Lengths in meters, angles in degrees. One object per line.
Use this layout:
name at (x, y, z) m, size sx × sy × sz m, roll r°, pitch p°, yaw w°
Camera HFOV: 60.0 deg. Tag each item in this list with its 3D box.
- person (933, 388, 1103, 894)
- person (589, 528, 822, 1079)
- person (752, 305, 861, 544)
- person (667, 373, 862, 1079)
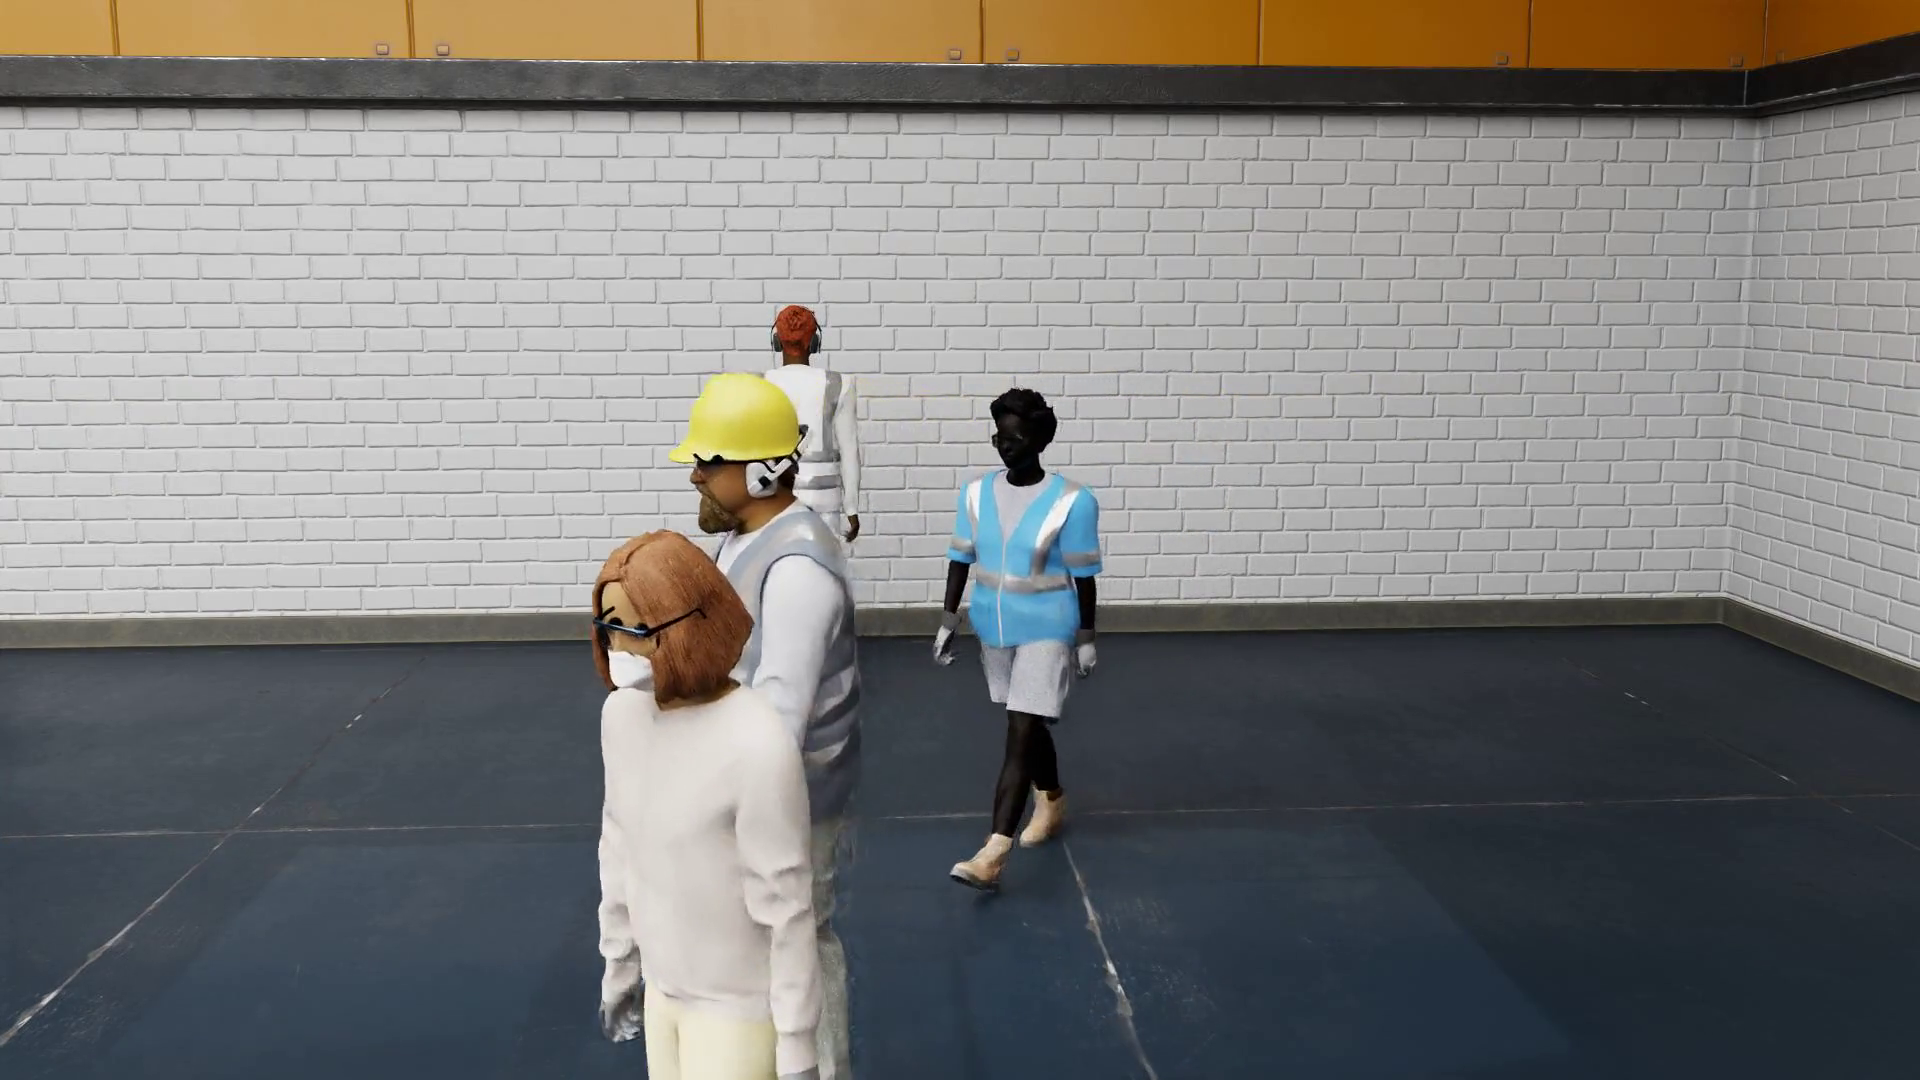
person at (0.183, 0.314, 5.598) m, size 0.539 × 1.640 × 0.910 m, roll 6°, pitch 11°, yaw 34°
person at (-0.423, 0.779, 2.770) m, size 0.367 × 1.618 × 0.526 m, roll -8°, pitch 12°, yaw -41°
person at (-0.750, -0.153, 7.812) m, size 0.573 × 1.883 × 0.355 m, roll -1°, pitch 9°, yaw -3°
person at (-0.480, 0.541, 3.675) m, size 0.567 × 1.810 × 0.590 m, roll -4°, pitch 10°, yaw -22°
